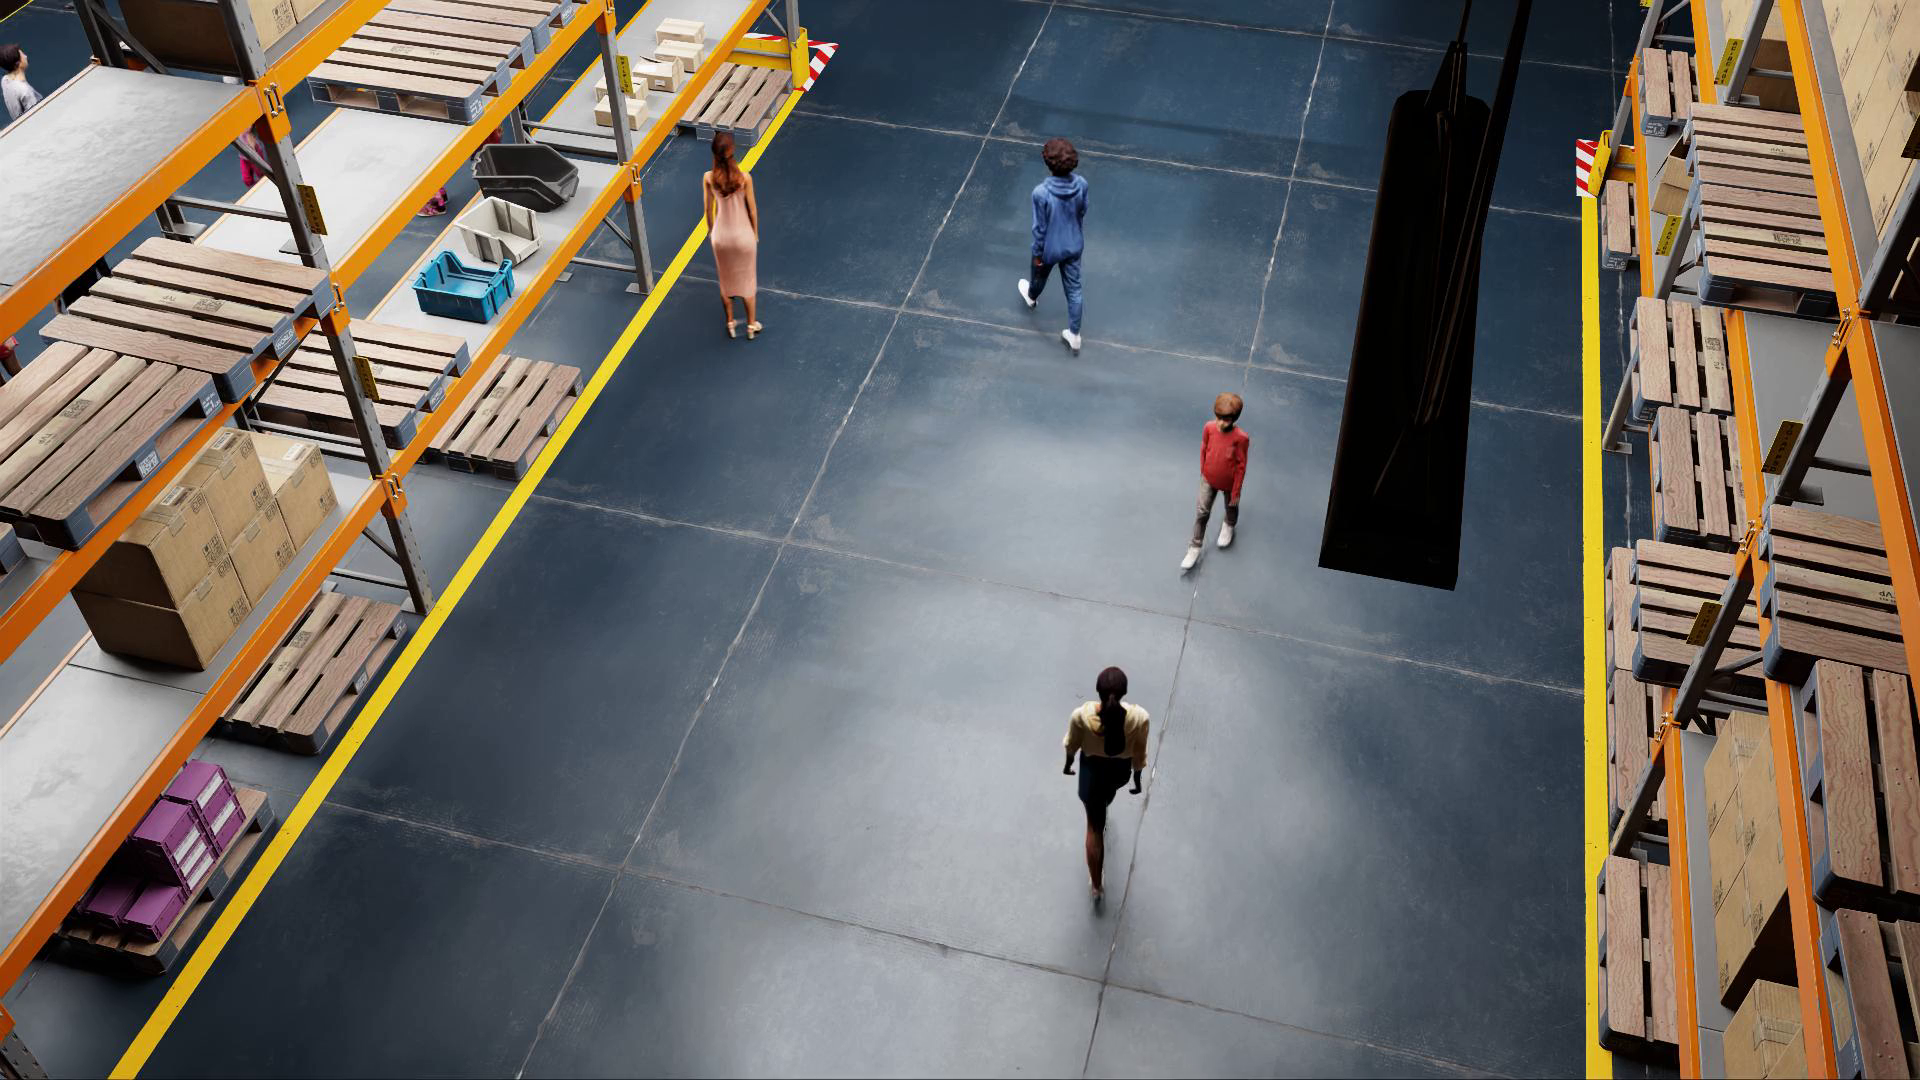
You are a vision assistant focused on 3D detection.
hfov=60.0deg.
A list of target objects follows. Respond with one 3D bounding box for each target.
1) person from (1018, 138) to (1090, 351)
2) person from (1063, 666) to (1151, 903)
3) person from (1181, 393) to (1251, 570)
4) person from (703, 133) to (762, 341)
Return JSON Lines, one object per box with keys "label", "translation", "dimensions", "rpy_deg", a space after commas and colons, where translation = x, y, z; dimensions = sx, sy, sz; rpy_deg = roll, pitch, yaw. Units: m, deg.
{"label": "person", "translation": [0.838, -2.345, 13.434], "dimensions": [1.116, 1.764, 1.274], "rpy_deg": [-14, 45, -15]}
{"label": "person", "translation": [0.833, 1.402, 9.624], "dimensions": [0.848, 1.594, 1.176], "rpy_deg": [0, 44, 0]}
{"label": "person", "translation": [1.888, -0.481, 11.749], "dimensions": [0.670, 1.390, 0.939], "rpy_deg": [20, 47, 20]}
{"label": "person", "translation": [-1.841, -2.439, 13.489], "dimensions": [0.600, 1.826, 0.574], "rpy_deg": [5, 44, 6]}
